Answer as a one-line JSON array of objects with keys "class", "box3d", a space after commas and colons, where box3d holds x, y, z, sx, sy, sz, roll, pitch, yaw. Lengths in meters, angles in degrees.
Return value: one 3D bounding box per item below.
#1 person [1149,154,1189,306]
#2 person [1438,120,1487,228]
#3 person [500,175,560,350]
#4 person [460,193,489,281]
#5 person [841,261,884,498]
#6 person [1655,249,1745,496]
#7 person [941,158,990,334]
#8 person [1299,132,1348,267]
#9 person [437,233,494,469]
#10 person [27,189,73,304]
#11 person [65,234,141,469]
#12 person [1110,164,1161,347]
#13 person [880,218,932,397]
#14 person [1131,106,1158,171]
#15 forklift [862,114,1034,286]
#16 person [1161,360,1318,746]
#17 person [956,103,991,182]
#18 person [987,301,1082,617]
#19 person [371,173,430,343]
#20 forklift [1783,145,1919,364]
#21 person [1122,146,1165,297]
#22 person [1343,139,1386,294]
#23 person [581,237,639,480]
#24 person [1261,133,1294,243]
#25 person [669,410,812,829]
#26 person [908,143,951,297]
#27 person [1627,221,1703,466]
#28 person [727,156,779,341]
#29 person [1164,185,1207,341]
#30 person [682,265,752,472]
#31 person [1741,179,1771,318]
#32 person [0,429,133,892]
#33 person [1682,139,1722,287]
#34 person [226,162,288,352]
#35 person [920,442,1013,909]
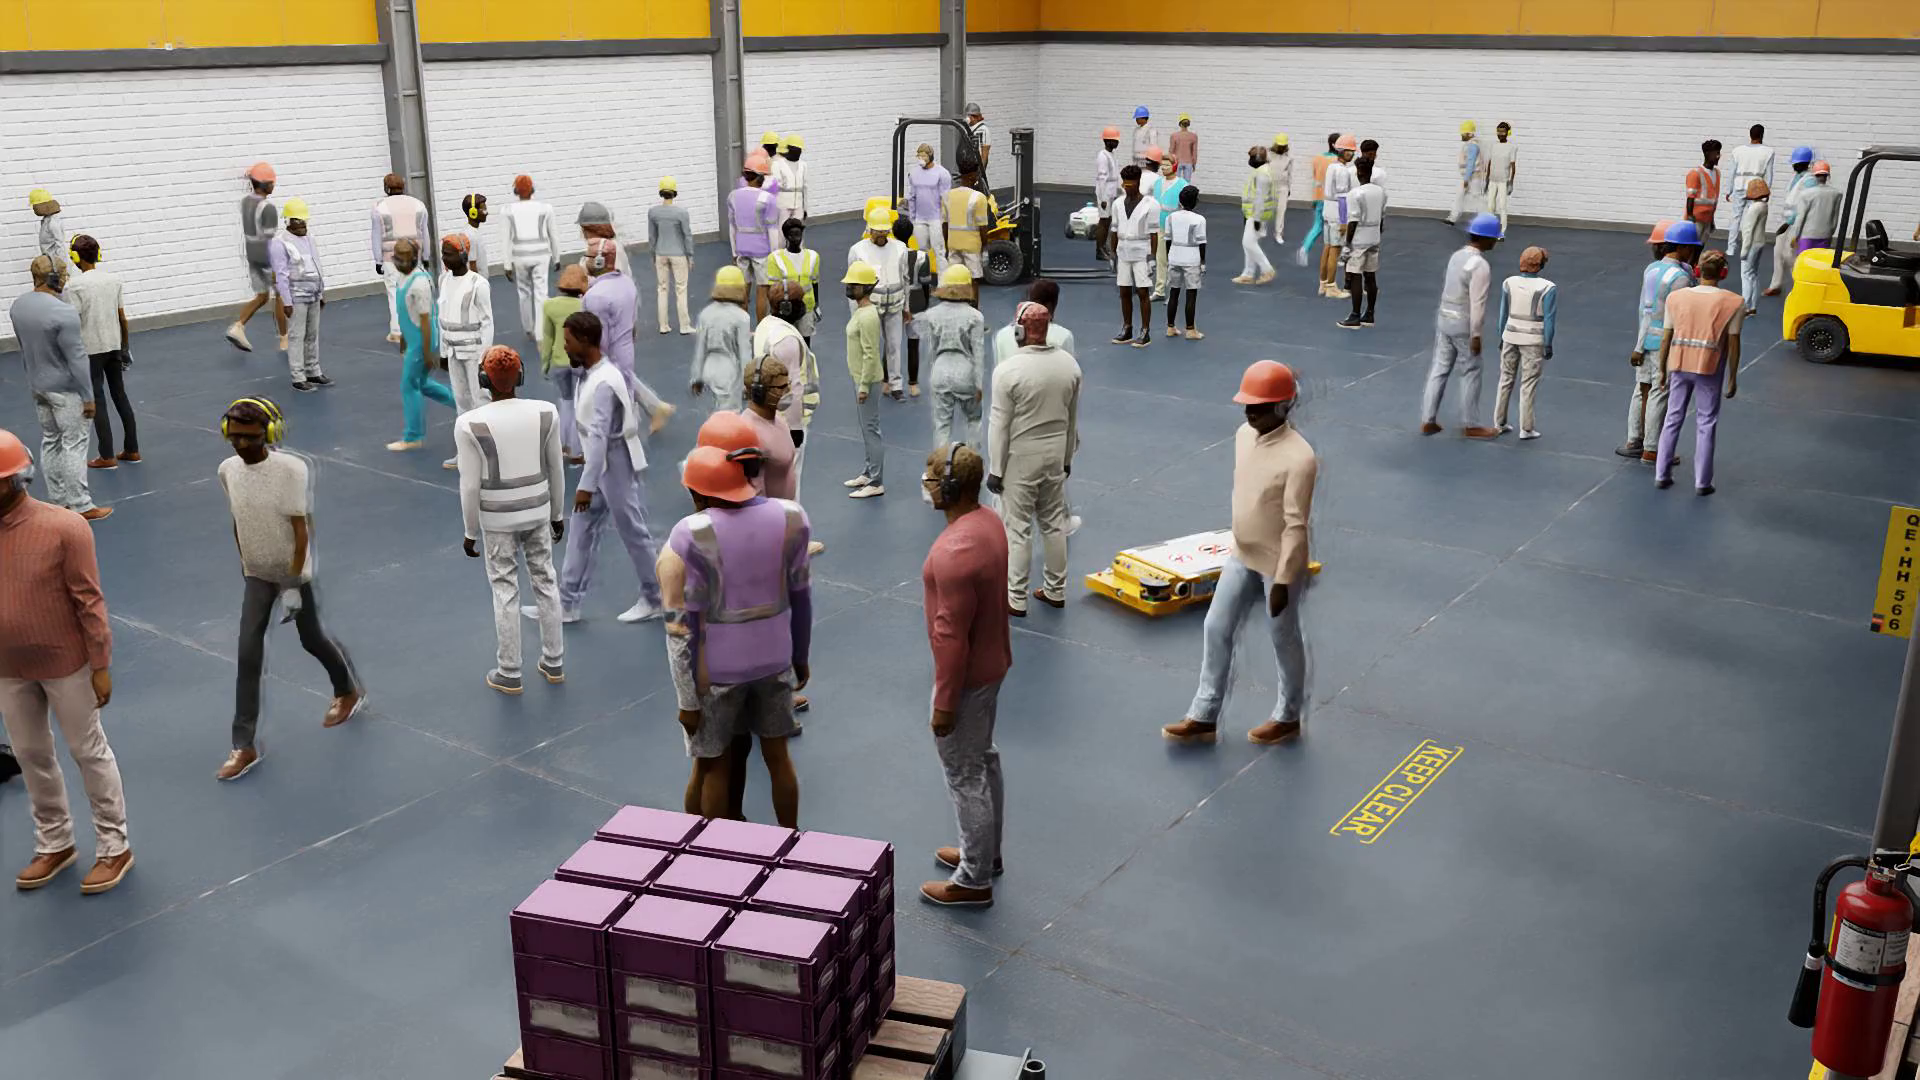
[{"class": "person", "box3d": [2.591, -3.844, 20.595, 0.390, 1.846, 0.565, -14, 22, -37]}, {"class": "person", "box3d": [8.436, -6.049, 27.589, 0.910, 1.775, 0.617, 2, 18, 5]}, {"class": "person", "box3d": [-4.654, -3.032, 18.075, 0.585, 1.827, 0.986, -3, 18, -10]}, {"class": "person", "box3d": [-4.648, -2.406, 16.077, 0.331, 1.864, 0.505, -5, 18, -16]}, {"class": "person", "box3d": [-0.725, -1.200, 12.450, 0.303, 1.772, 0.526, -3, 18, -8]}, {"class": "person", "box3d": [5.532, -1.251, 12.507, 0.567, 1.836, 0.381, 15, 23, 38]}, {"class": "person", "box3d": [0.075, -3.293, 18.678, 0.613, 1.962, 0.367, 13, 22, 35]}, {"class": "person", "box3d": [5.146, -4.772, 23.429, 0.754, 1.894, 0.602, -15, 23, -40]}, {"class": "person", "box3d": [-3.890, -1.460, 13.081, 0.575, 1.882, 0.354, 12, 21, 33]}, {"class": "person", "box3d": [-9.624, -2.861, 17.701, 0.330, 1.733, 0.493, -13, 22, -34]}, {"class": "person", "box3d": [-6.845, -1.492, 13.231, 0.340, 1.857, 0.523, 8, 19, 23]}, {"class": "person", "box3d": [1.878, -3.080, 18.044, 0.616, 1.951, 0.388, 14, 22, 37]}, {"class": "person", "box3d": [-0.533, -2.172, 15.629, 0.537, 1.693, 0.334, 0, 18, 1]}, {"class": "person", "box3d": [3.151, -6.494, 28.731, 0.407, 1.938, 0.614, -10, 20, -30]}, {"class": "forklift", "box3d": [-0.171, -4.594, 22.377, 2.313, 2.155, 1.214, 1, 18, 3]}, {"class": "person", "box3d": [1.377, 0.110, 8.026, 0.865, 1.959, 0.659, -9, 20, -25]}, {"class": "person", "box3d": [0.189, -6.355, 28.133, 0.539, 2.000, 0.689, -10, 21, -30]}, {"class": "person", "box3d": [0.420, -0.483, 10.011, 0.636, 1.900, 0.399, -14, 22, -36]}, {"class": "person", "box3d": [-6.128, -3.092, 18.264, 0.633, 1.836, 0.429, -13, 22, -36]}, {"class": "forklift", "box3d": [9.803, -2.879, 17.013, 2.313, 2.155, 1.214, 12, 21, 33]}, {"class": "person", "box3d": [2.331, -4.033, 21.131, 0.577, 1.877, 0.832, 14, 22, 37]}, {"class": "person", "box3d": [5.182, -4.146, 21.359, 0.600, 1.958, 0.379, 13, 22, 34]}, {"class": "person", "box3d": [-2.680, -1.337, 12.649, 0.409, 1.913, 0.646, 3, 18, 10]}, {"class": "person", "box3d": [4.967, -5.567, 26.214, 0.498, 1.709, 0.703, 0, 18, -1]}, {"class": "person", "box3d": [-0.895, 0.474, 6.792, 0.616, 2.031, 0.407, -10, 20, -29]}, {"class": "person", "box3d": [-0.391, -4.065, 21.163, 0.632, 1.931, 0.382, 12, 22, 34]}, {"class": "person", "box3d": [5.652, -1.580, 13.349, 0.397, 1.944, 0.618, -1, 18, -3]}, {"class": "person", "box3d": [-2.218, -3.146, 18.125, 0.611, 2.030, 0.410, 9, 20, 27]}, {"class": "person", "box3d": [2.497, -3.059, 18.382, 0.541, 1.696, 0.315, 16, 23, 40]}, {"class": "person", "box3d": [-1.848, -1.209, 12.602, 0.506, 1.695, 0.811, 12, 21, 34]}, {"class": "person", "box3d": [9.404, -3.464, 19.765, 0.272, 1.627, 0.502, 15, 23, 39]}, {"class": "person", "box3d": [-3.772, 0.498, 6.795, 0.624, 1.984, 0.413, 1, 18, 4]}, {"class": "person", "box3d": [9.479, -4.127, 21.285, 0.607, 1.966, 0.373, -12, 21, -33]}, {"class": "person", "box3d": [-7.416, -2.947, 17.531, 0.626, 2.021, 0.744, 12, 21, 33]}, {"class": "person", "box3d": [0.024, 0.548, 6.725, 0.370, 1.932, 0.638, 4, 18, 14]}]
